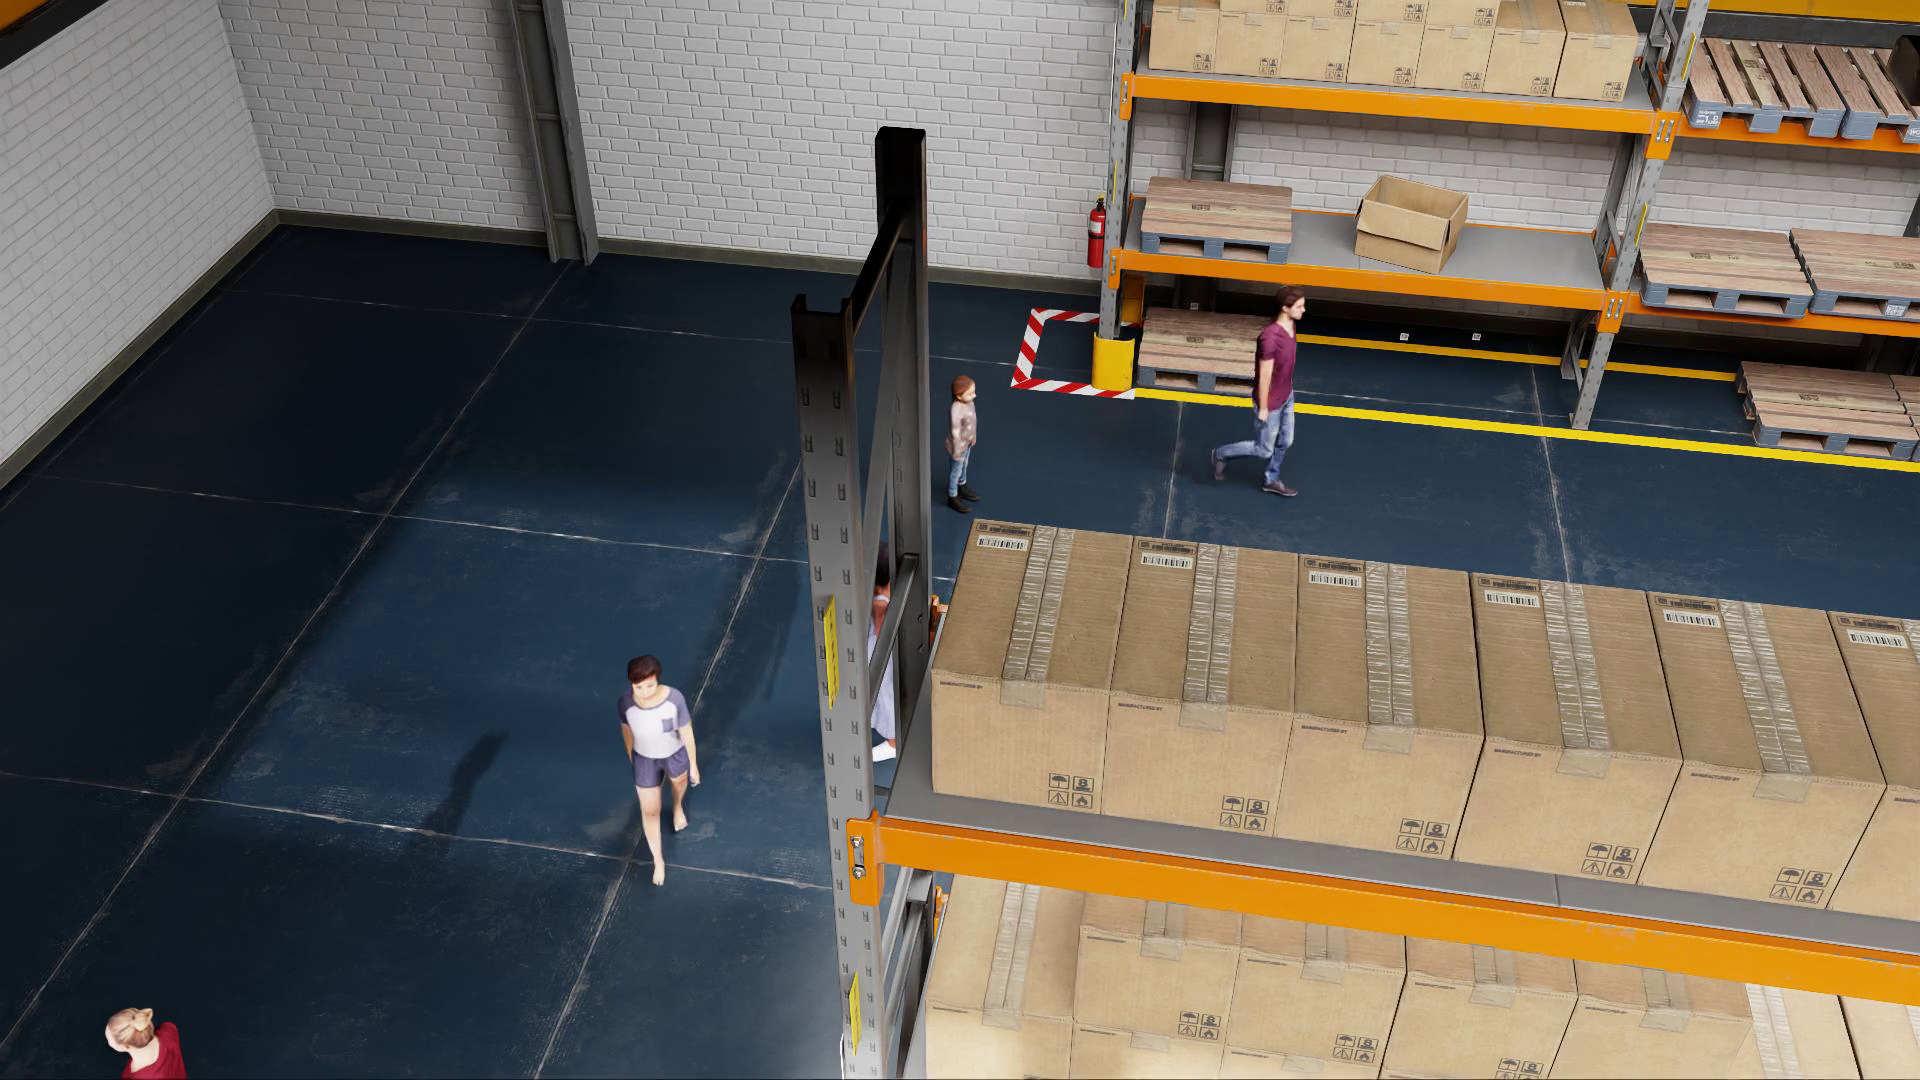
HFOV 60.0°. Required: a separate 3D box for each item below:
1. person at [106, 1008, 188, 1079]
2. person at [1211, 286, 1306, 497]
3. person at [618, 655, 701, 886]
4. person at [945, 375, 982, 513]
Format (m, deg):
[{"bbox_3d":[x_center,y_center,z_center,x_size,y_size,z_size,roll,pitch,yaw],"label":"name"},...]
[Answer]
[{"bbox_3d":[-3.735,2.762,7.908,0.576,1.697,0.654,-2,39,-2],"label":"person"},{"bbox_3d":[2.310,-1.117,12.657,1.036,1.833,0.882,21,43,25],"label":"person"},{"bbox_3d":[-1.794,1.220,9.971,0.946,1.533,0.840,-8,39,-9],"label":"person"},{"bbox_3d":[0.001,-0.765,12.728,0.519,1.195,0.511,15,41,18],"label":"person"}]
